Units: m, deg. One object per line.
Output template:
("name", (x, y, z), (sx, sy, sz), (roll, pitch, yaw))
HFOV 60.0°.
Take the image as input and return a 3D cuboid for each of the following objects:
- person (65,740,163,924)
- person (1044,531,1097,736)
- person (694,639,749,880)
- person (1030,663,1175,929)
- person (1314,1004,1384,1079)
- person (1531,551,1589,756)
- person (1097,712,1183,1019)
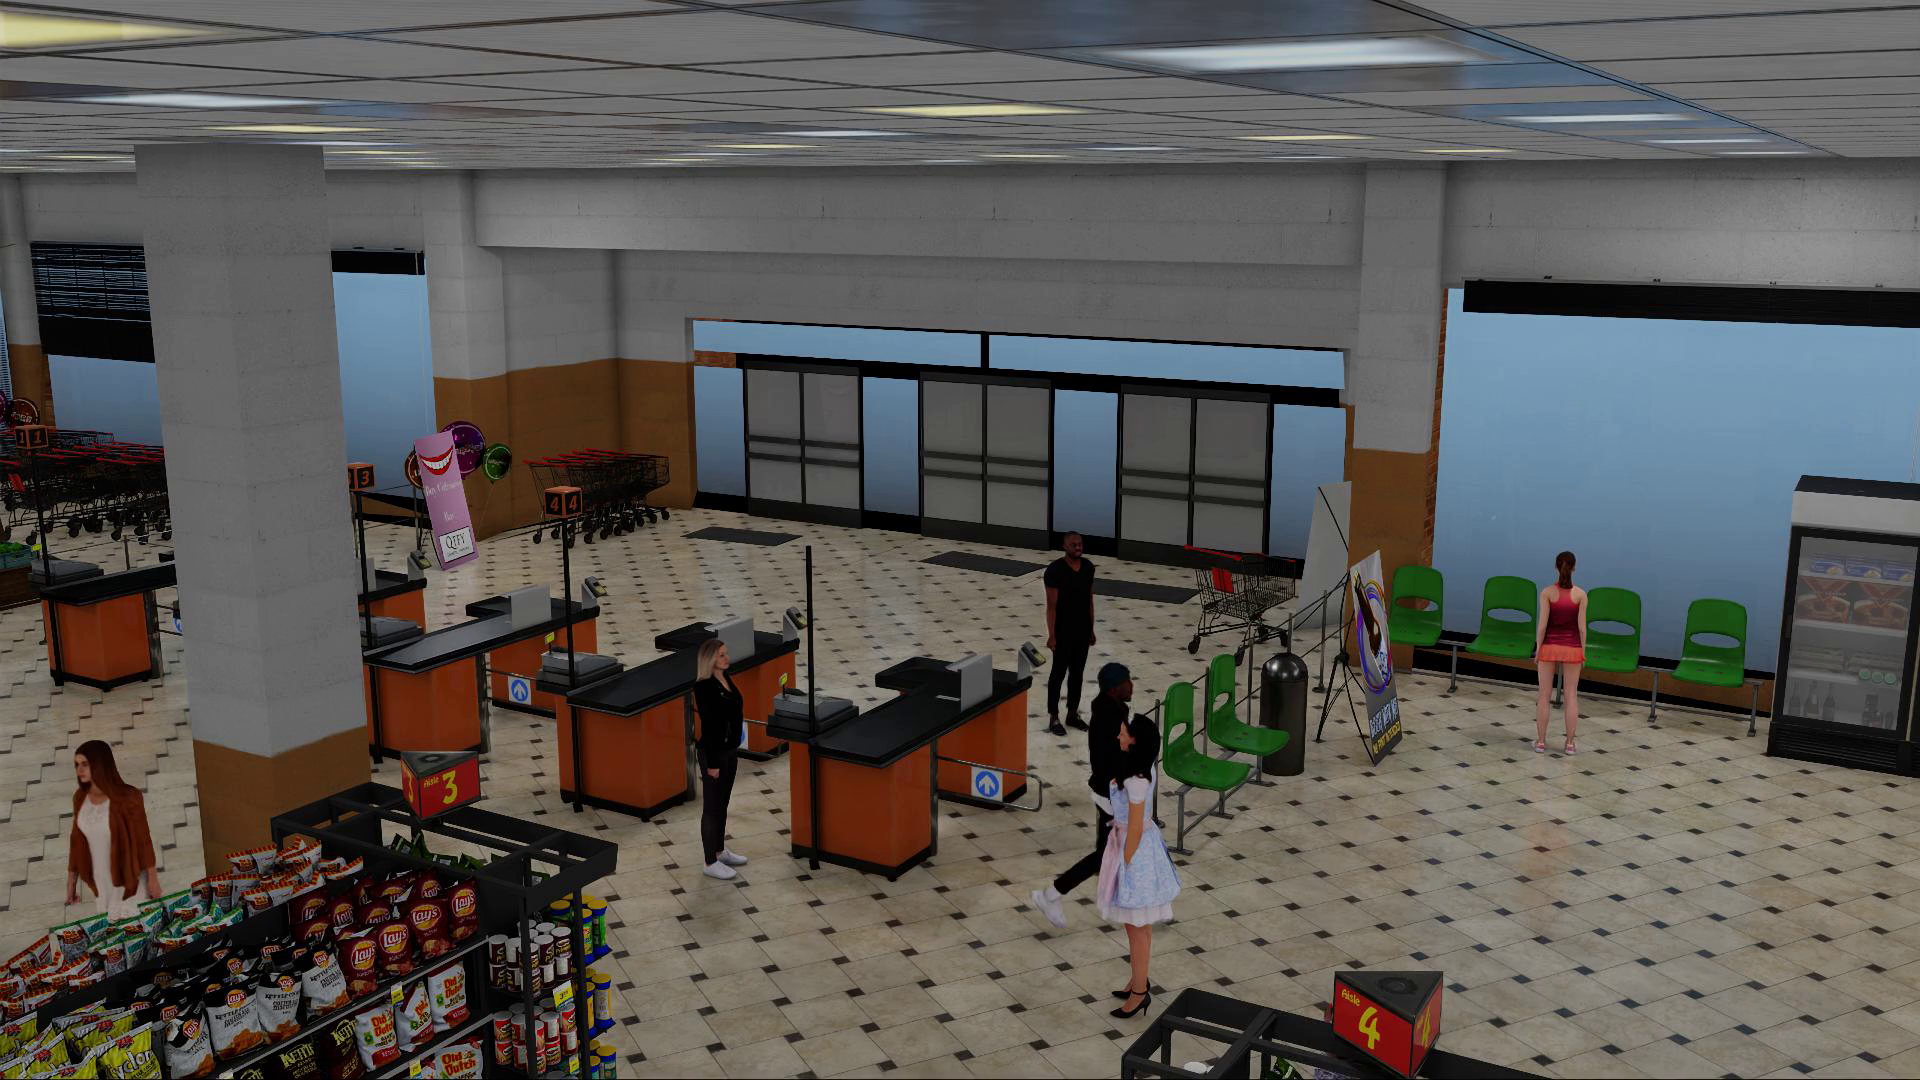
("person", (-4.805, 1.937, 9.635), (0.755, 1.696, 0.888), (3, 12, 15))
("person", (0.975, 0.803, 14.721), (0.668, 1.819, 0.803), (-7, 14, -30))
("person", (-1.709, 1.515, 11.662), (0.727, 1.687, 0.577), (2, 12, 11))
("person", (0.900, 1.671, 10.673), (1.125, 1.789, 1.222), (0, 12, 0))
("person", (1.573, 2.586, 6.519), (0.968, 1.710, 0.902), (-3, 12, -16))
("person", (5.108, 0.952, 14.177), (0.615, 1.752, 0.599), (3, 12, 14))
("person", (1.013, 1.874, 9.635), (0.865, 1.818, 0.781), (2, 12, 9))
